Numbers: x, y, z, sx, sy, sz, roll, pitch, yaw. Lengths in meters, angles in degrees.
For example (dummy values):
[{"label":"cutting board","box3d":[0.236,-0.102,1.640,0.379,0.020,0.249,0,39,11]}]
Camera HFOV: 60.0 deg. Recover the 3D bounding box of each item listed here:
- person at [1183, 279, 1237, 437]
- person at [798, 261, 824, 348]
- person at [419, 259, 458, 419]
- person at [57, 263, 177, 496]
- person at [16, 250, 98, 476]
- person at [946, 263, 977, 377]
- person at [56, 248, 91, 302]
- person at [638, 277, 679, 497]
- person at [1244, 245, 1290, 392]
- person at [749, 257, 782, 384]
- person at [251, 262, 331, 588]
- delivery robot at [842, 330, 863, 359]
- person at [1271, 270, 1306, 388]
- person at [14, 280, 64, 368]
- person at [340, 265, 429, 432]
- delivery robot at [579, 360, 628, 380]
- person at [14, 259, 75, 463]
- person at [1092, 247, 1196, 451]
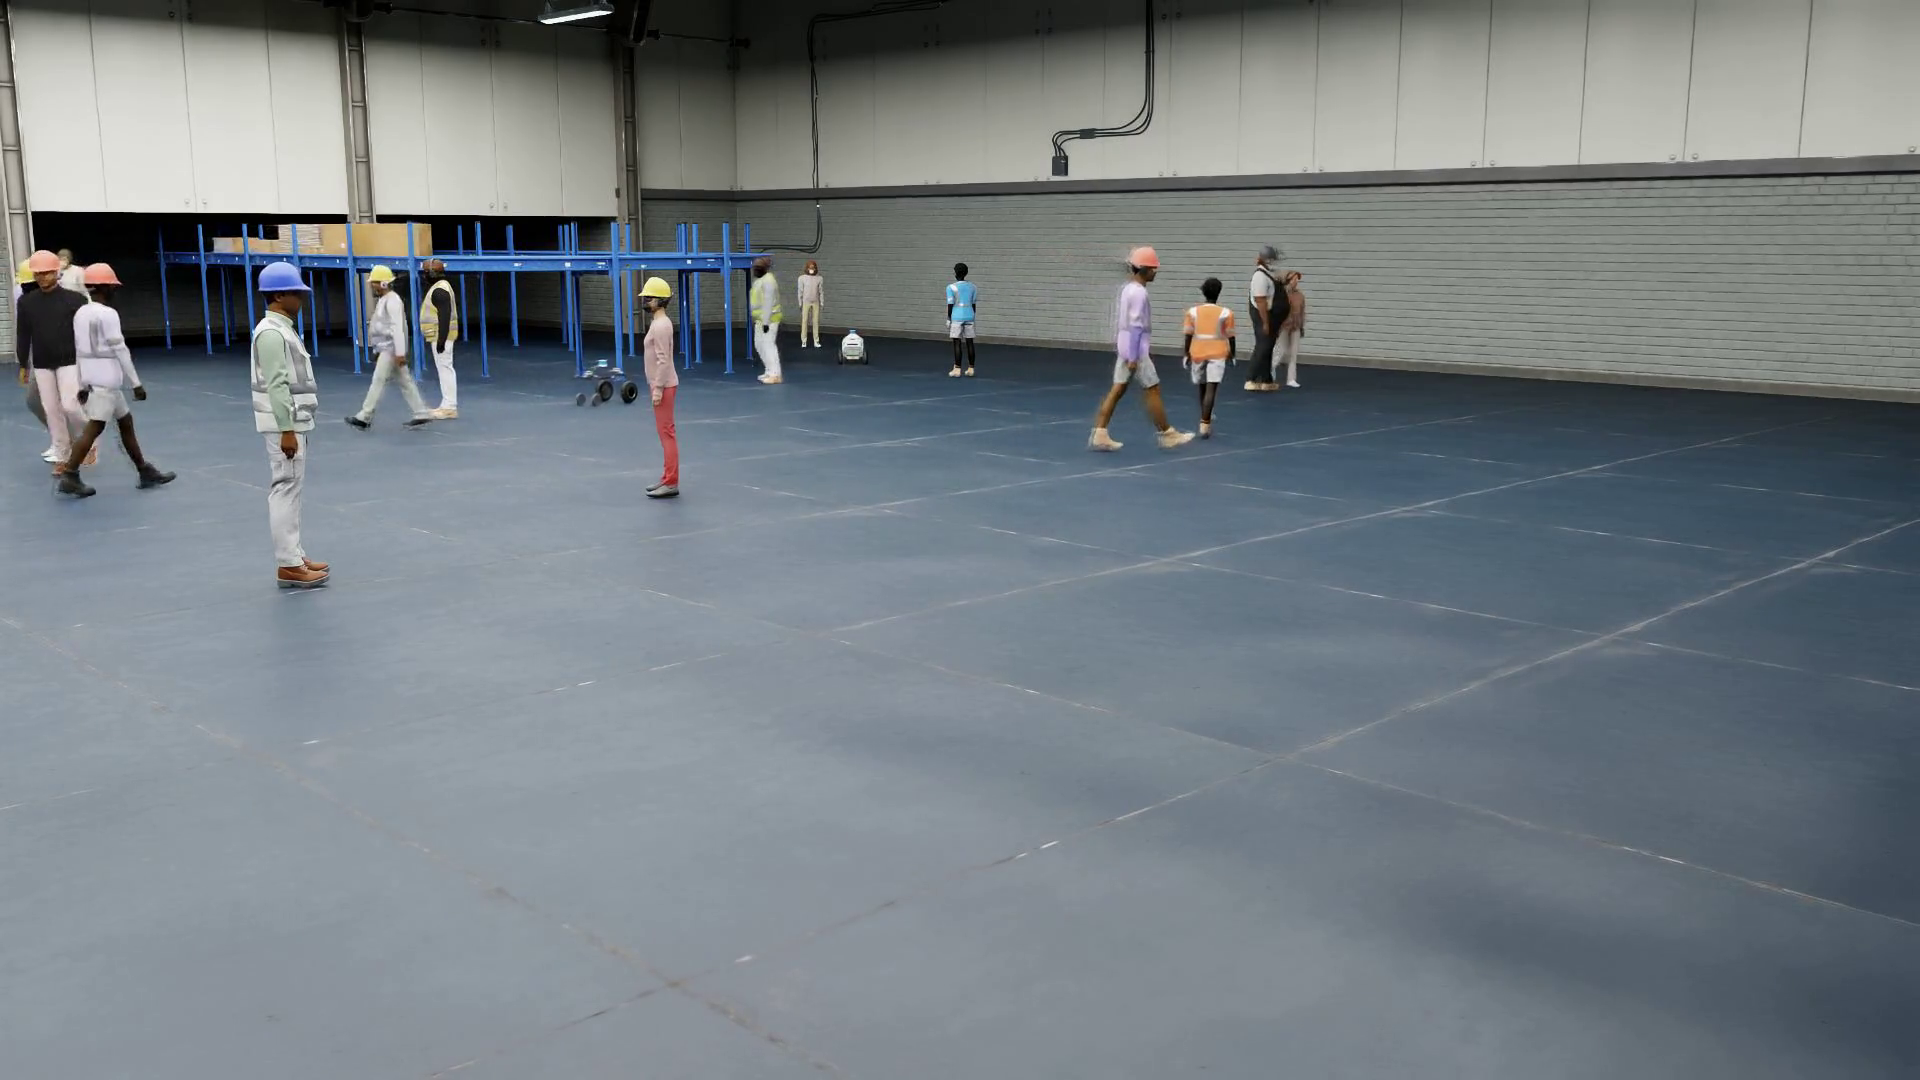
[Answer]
[{"label":"person","box3d":[2.669,-1.943,17.661,0.548,1.644,0.891,5,11,24]},{"label":"person","box3d":[-2.818,-4.464,31.483,0.497,1.633,0.287,-3,11,-18]},{"label":"person","box3d":[-6.049,-2.338,19.327,0.430,1.840,0.626,-3,11,-17]},{"label":"person","box3d":[-7.042,-1.321,13.680,0.550,1.890,1.011,9,14,42]},{"label":"person","box3d":[-7.938,-1.545,14.604,0.629,1.976,0.433,0,10,-2]},{"label":"person","box3d":[0.023,-3.303,24.974,0.533,1.697,0.322,-6,12,-32]},{"label":"person","box3d":[-13.775,-3.581,25.899,0.642,1.916,0.594,1,10,8]},{"label":"person","box3d":[-2.447,-1.244,13.550,0.300,1.772,0.530,-2,11,-9]},{"label":"person","box3d":[4.193,-3.009,22.550,0.534,2.000,0.776,4,11,19]},{"label":"person","box3d":[-2.769,-3.143,23.812,0.483,1.804,0.649,-4,11,-22]},{"label":"person","box3d":[-4.092,-0.705,10.118,0.380,1.950,0.605,-3,11,-18]},{"label":"delivery robot","box3d":[-1.782,-3.239,27.606,0.477,0.478,0.707,-1,10,-4]},{"label":"person","box3d":[4.578,-2.950,23.220,0.531,1.622,0.448,-5,11,-24]},{"label":"person","box3d":[-11.267,-2.560,20.476,0.734,1.859,0.670,6,12,31]},{"label":"person","box3d":[-6.255,-2.073,18.033,0.940,1.777,0.622,-4,11,-22]},{"label":"delivery robot","box3d":[-4.512,-2.163,21.031,0.335,0.223,0.698,6,12,30]},{"label":"person","box3d":[-8.497,-1.648,15.435,0.619,1.889,0.473,9,14,41]},{"label":"person","box3d":[1.782,-1.857,16.300,1.045,1.987,0.631,-2,11,-8]}]
